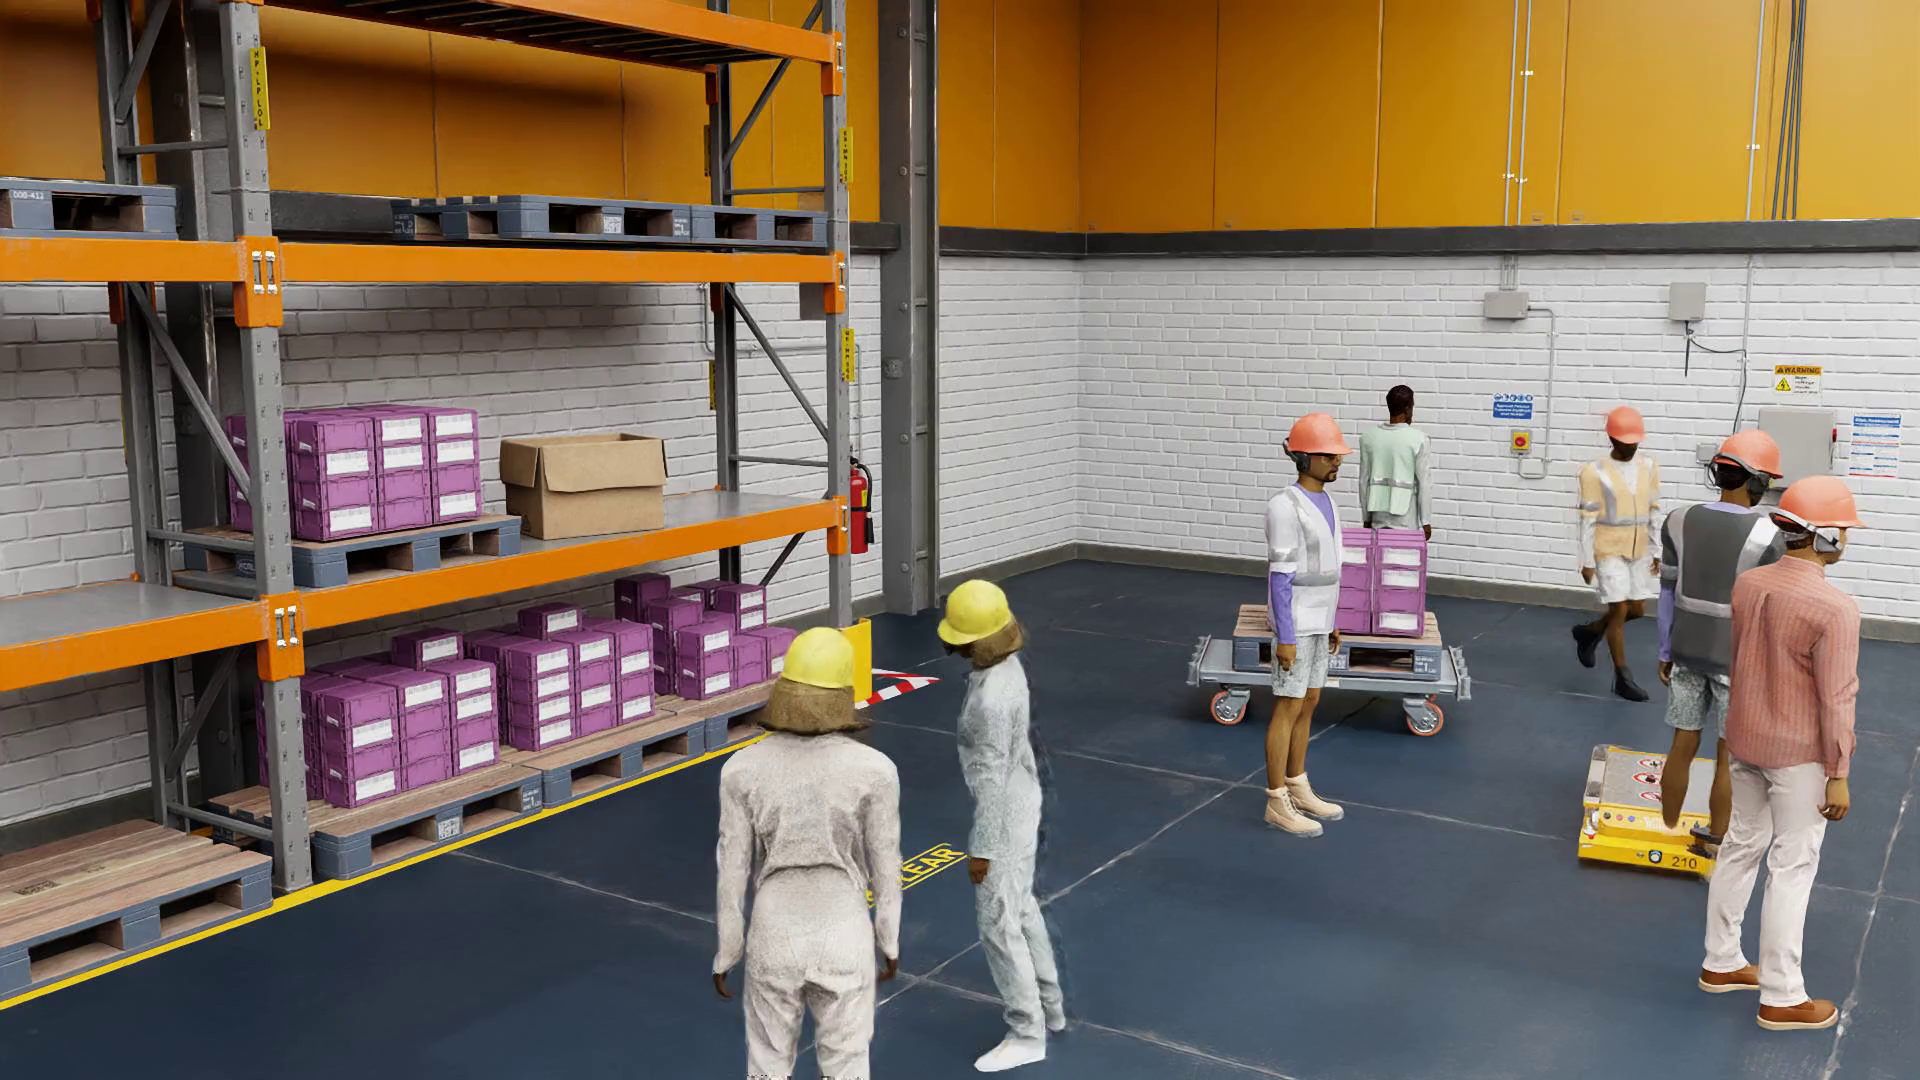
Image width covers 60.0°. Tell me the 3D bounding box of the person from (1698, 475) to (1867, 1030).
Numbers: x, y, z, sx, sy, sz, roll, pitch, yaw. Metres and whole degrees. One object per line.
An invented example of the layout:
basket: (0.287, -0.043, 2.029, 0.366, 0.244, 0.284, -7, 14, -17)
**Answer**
person: (3.009, 0.754, 6.019, 0.409, 1.985, 0.609, -2, 9, -11)

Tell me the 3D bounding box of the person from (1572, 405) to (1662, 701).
person: (4.218, 0.057, 10.789, 0.593, 1.906, 0.697, -3, 9, -17)

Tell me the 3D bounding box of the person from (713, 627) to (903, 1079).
person: (-0.415, 1.101, 4.571, 0.522, 1.729, 0.363, 0, 9, 0)

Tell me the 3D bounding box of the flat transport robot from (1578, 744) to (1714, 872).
flat transport robot: (3.405, 1.282, 8.111, 0.652, 0.197, 1.431, 4, 10, 23)

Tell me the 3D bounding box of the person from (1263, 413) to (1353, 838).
person: (1.701, 0.401, 8.098, 0.377, 2.045, 0.605, 6, 11, 34)

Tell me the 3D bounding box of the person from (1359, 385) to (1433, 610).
person: (3.225, -0.190, 12.348, 0.593, 1.920, 0.391, 9, 12, 44)

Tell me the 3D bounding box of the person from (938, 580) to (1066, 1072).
person: (0.153, 0.947, 5.661, 0.433, 1.698, 0.620, 1, 9, 7)

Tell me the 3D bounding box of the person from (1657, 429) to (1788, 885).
person: (3.398, 0.522, 7.388, 0.410, 2.027, 0.623, -6, 11, -35)
